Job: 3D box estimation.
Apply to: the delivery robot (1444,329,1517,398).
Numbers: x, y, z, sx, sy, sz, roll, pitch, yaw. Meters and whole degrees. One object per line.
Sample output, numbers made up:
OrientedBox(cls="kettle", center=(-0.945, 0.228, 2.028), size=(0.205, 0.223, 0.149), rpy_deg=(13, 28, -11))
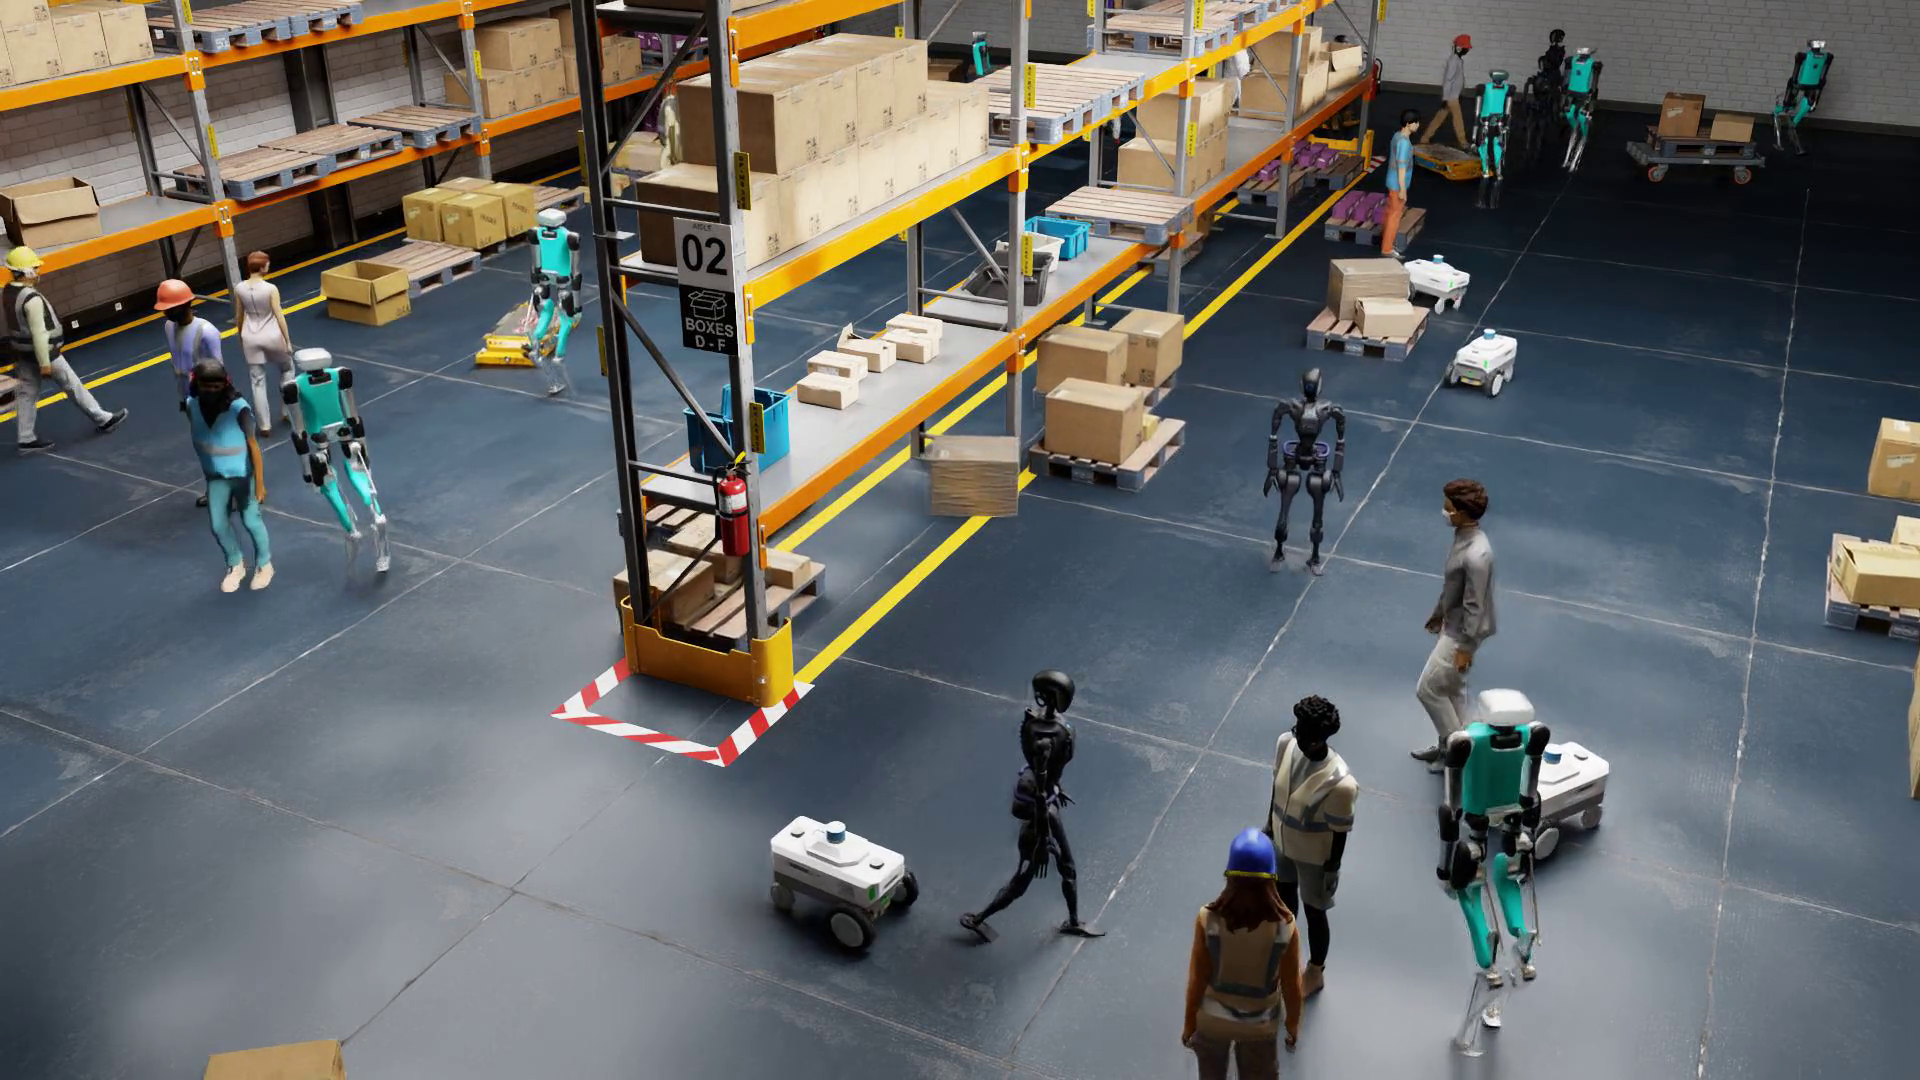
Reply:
OrientedBox(cls="delivery robot", center=(5.018, -1.703, 15.917), size=(0.499, 0.613, 0.814), rpy_deg=(21, 33, 36))

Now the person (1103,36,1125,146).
OrientedBox(cls="person", center=(2.311, -6.929, 25.082), size=(0.523, 1.792, 0.925), rpy_deg=(-2, 26, -4))

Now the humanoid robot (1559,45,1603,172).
OrientedBox(cls="humanoid robot", center=(8.744, -6.062, 23.389), size=(0.548, 1.794, 0.727), rpy_deg=(23, 34, 38))

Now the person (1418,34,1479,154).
OrientedBox(cls="person", center=(7.229, -6.542, 24.384), size=(0.868, 1.702, 0.570), rpy_deg=(7, 27, 14))

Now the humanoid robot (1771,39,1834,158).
OrientedBox(cls="humanoid robot", center=(12.070, -6.374, 23.992), size=(0.540, 1.724, 1.019), rpy_deg=(-2, 26, -3))

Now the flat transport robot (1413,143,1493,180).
OrientedBox(cls="flat transport robot", center=(6.876, -5.397, 23.679), size=(0.659, 0.231, 1.431), rpy_deg=(-10, 28, -19))

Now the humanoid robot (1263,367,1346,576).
OrientedBox(cls="humanoid robot", center=(2.539, -0.507, 12.224), size=(0.587, 1.646, 0.341), rpy_deg=(5, 27, 9))

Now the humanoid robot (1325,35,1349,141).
OrientedBox(cls="humanoid robot", center=(5.606, -6.580, 24.494), size=(0.419, 1.639, 0.605), rpy_deg=(19, 32, 33))

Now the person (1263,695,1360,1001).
OrientedBox(cls="person", center=(1.693, 1.494, 8.162), size=(0.320, 1.693, 0.535), rpy_deg=(-14, 30, -26))

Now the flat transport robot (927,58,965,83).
OrientedBox(cls="flat transport robot", center=(-0.322, -6.660, 26.230), size=(1.431, 0.231, 0.659), rpy_deg=(7, 27, 13))

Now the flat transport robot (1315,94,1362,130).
OrientedBox(cls="flat transport robot", center=(5.552, -6.733, 26.378), size=(1.431, 0.231, 0.659), rpy_deg=(21, 33, 36))

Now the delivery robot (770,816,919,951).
OrientedBox(cls="delivery robot", center=(-0.637, 1.786, 8.866), size=(0.813, 0.610, 0.499), rpy_deg=(16, 30, 28))

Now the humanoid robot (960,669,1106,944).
OrientedBox(cls="humanoid robot", center=(0.375, 1.363, 8.485), size=(0.741, 1.640, 0.615), rpy_deg=(4, 27, 9))

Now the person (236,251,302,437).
OrientedBox(cls="person", center=(-6.181, -1.770, 14.802), size=(0.543, 1.622, 0.646), rpy_deg=(0, 26, 0))

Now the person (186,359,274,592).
OrientedBox(cls="person", center=(-5.211, -0.465, 11.943), size=(0.540, 1.838, 0.522), rpy_deg=(1, 26, 3))

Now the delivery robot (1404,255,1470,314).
OrientedBox(cls="delivery robot", center=(5.147, -2.811, 18.133), size=(0.529, 0.594, 0.766), rpy_deg=(-18, 31, -32))

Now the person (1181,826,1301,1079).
OrientedBox(cls="person", center=(1.170, 2.068, 6.954), size=(0.483, 1.737, 0.730), rpy_deg=(5, 27, 11))

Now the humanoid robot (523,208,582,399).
OrientedBox(cls="humanoid robot", center=(-3.820, -2.090, 15.440), size=(0.546, 1.880, 0.661), rpy_deg=(10, 28, 18))

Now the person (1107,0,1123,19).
OrientedBox(cls="person", center=(2.650, -8.999, 29.080), size=(0.403, 1.933, 0.543), rpy_deg=(-9, 28, -18))

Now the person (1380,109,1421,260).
OrientedBox(cls="person", center=(5.170, -4.182, 19.548), size=(0.330, 1.759, 0.503), rpy_deg=(3, 26, 6))

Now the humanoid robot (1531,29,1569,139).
OrientedBox(cls="humanoid robot", center=(8.970, -6.844, 25.009), size=(0.506, 1.642, 0.595), rpy_deg=(1, 26, 2))

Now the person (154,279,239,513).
OrientedBox(cls="person", center=(-6.044, -1.143, 13.222), size=(0.543, 1.929, 0.387), rpy_deg=(13, 29, 24))

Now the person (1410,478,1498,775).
OrientedBox(cls="person", center=(2.970, 0.522, 9.906), size=(0.446, 1.883, 0.555), rpy_deg=(5, 27, 11))

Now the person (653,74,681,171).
OrientedBox(cls="person", center=(-3.611, -5.016, 21.175), size=(0.744, 1.814, 0.580), rpy_deg=(-3, 26, -6))

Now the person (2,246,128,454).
OrientedBox(cls="person", center=(-7.921, -1.675, 14.442), size=(0.610, 1.777, 0.959), rpy_deg=(19, 32, 33))

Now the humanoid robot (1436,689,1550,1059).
OrientedBox(cls="humanoid robot", center=(2.589, 1.643, 7.834), size=(0.548, 1.800, 0.821), rpy_deg=(-8, 27, -16))

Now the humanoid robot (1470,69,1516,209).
OrientedBox(cls="humanoid robot", center=(6.923, -5.091, 21.515), size=(0.543, 1.861, 0.779), rpy_deg=(-3, 26, -6))

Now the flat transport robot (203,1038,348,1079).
OrientedBox(cls="flat transport robot", center=(-2.943, 3.059, 6.600), size=(0.659, 0.231, 1.431), rpy_deg=(-5, 27, -10))

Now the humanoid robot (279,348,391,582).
OrientedBox(cls="humanoid robot", center=(-4.436, -0.457, 12.097), size=(0.831, 1.813, 0.532), rpy_deg=(22, 34, 38))

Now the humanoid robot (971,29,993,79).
OrientedBox(cls="humanoid robot", center=(0.658, -6.669, 24.603), size=(1.008, 1.743, 0.530), rpy_deg=(-6, 27, -11))

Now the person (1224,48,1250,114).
OrientedBox(cls="person", center=(4.161, -6.753, 24.614), size=(0.776, 1.873, 0.638), rpy_deg=(7, 27, 15))

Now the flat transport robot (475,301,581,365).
OrientedBox(cls="flat transport robot", center=(-4.415, -2.124, 17.068), size=(0.659, 0.231, 1.431), rpy_deg=(2, 26, 5))

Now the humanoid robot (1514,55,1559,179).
OrientedBox(cls="humanoid robot", center=(8.003, -5.855, 23.020), size=(0.591, 1.656, 0.325), rpy_deg=(-7, 27, -14))

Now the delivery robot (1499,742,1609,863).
OrientedBox(cls="delivery robot", center=(3.353, 1.443, 9.531), size=(0.780, 0.586, 0.499), rpy_deg=(-14, 30, -27))

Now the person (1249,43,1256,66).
OrientedBox(cls="person", center=(4.895, -7.702, 26.528), size=(0.553, 1.877, 0.413), rpy_deg=(23, 34, 38))
